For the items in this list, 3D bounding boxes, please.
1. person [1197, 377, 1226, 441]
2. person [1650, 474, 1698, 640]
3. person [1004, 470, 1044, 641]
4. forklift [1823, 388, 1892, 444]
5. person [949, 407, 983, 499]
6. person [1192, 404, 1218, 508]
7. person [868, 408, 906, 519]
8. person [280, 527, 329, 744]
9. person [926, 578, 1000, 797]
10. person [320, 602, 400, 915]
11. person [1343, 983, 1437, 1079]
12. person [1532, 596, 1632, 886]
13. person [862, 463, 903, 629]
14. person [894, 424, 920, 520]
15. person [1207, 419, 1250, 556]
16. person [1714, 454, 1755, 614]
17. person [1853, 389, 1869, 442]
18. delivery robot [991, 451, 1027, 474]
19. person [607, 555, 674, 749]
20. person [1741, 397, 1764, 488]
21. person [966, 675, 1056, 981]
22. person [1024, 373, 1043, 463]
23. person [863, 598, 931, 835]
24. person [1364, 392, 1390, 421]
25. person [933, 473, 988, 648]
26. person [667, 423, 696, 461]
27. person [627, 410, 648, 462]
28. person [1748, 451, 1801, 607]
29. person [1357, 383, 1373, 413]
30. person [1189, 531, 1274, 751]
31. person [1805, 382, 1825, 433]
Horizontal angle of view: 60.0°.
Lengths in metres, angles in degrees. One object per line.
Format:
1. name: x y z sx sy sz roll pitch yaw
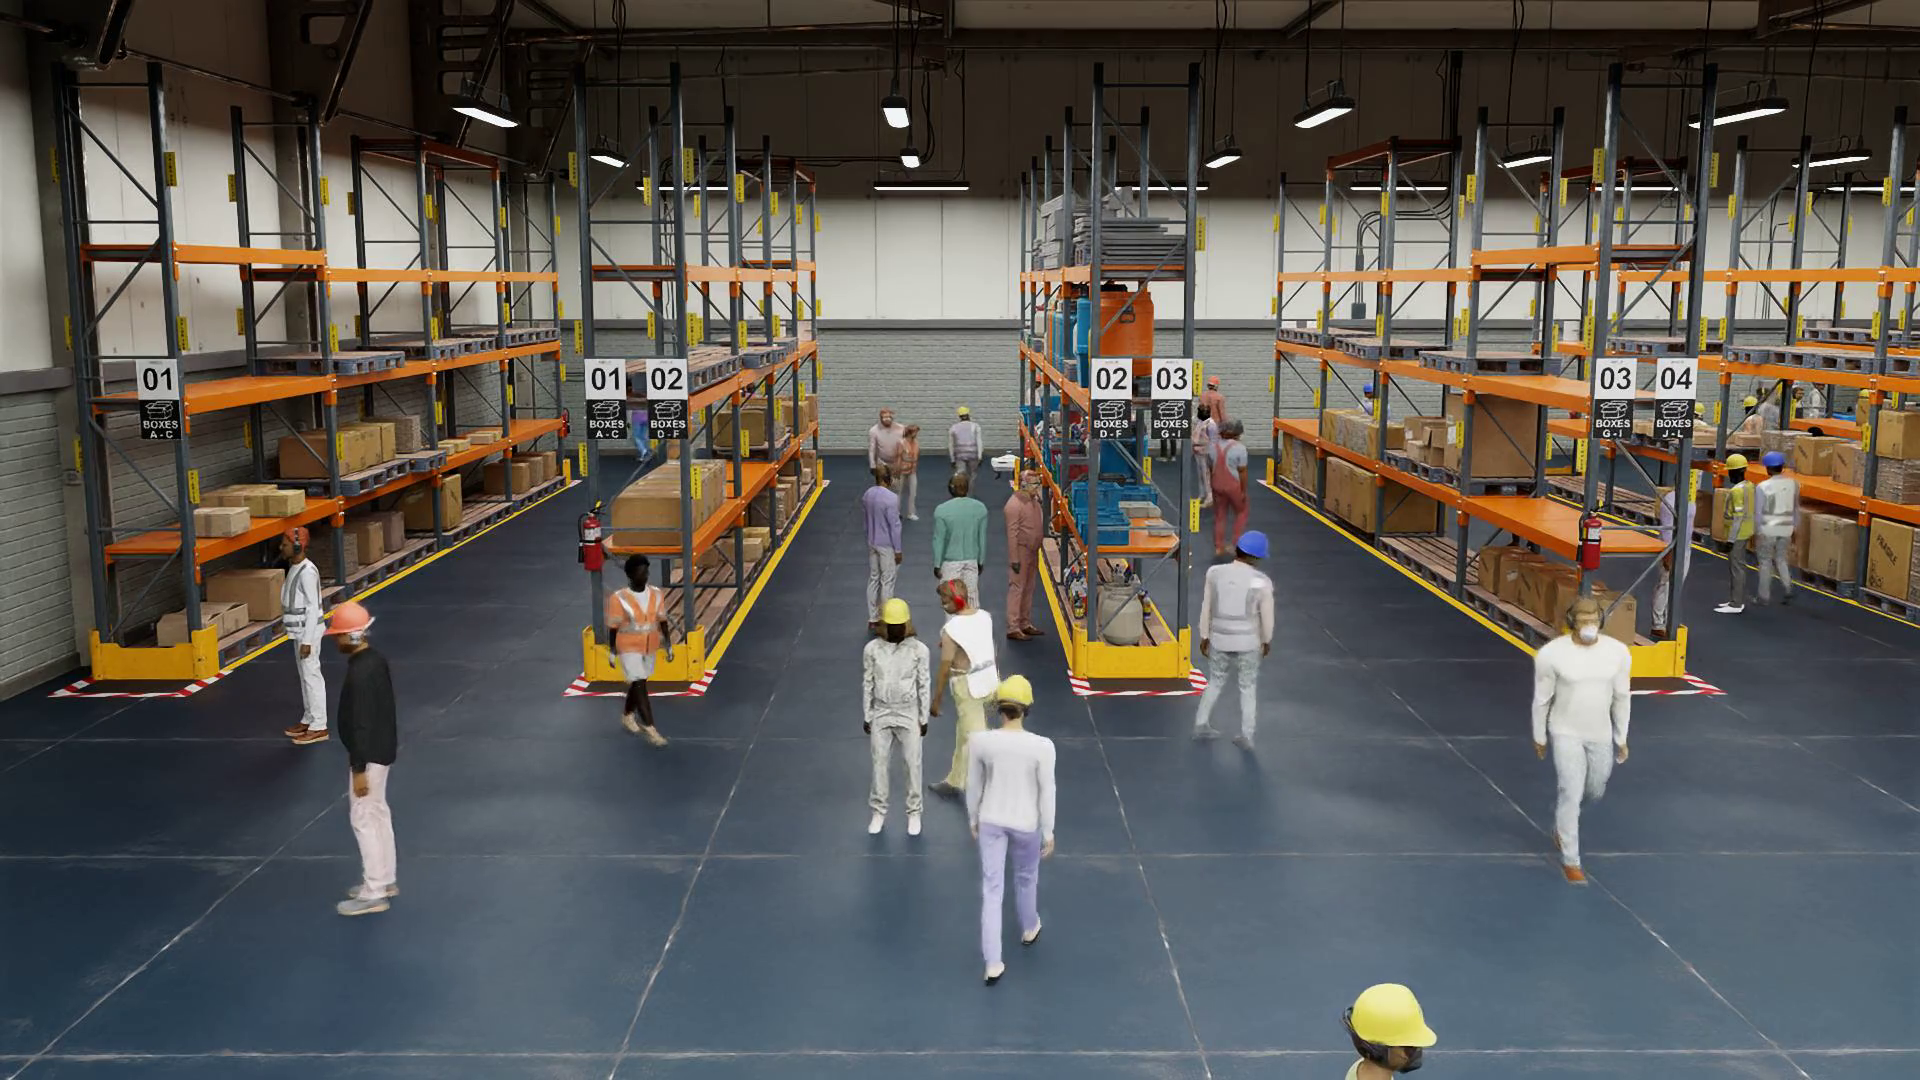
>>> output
1. person: 5.311 -2.446 35.084 0.637 1.990 0.389 5 10 30
2. person: 7.985 0.149 18.553 0.630 1.931 0.385 -8 12 -42
3. person: 0.736 0.166 18.551 0.400 1.900 0.649 5 10 27
4. forklift: 20.072 -3.110 36.462 1.873 2.768 1.129 0 9 0
5. person: 0.119 -1.462 29.472 0.620 1.752 0.957 1 9 7
6. person: 4.300 -1.484 29.330 0.429 1.841 0.633 -2 9 -11
7. person: -1.204 -1.281 27.948 0.666 1.863 0.896 -1 9 -7
8. person: -5.686 0.817 14.397 0.354 1.883 0.573 -5 10 -30
9. person: 0.062 1.164 12.496 0.840 1.782 0.584 5 10 29
10. person: -3.789 1.367 10.540 0.435 1.977 0.632 -2 9 -10
11. person: 1.350 2.276 5.384 0.311 1.768 0.533 2 9 12
12. person: 4.153 1.291 11.229 0.623 1.919 0.814 0 9 0
13. person: -0.863 0.084 18.933 0.372 1.940 0.632 -7 11 -38
14. person: -0.946 -1.149 27.922 0.567 1.602 0.732 -7 11 -40
15. person: 3.912 -0.765 24.065 0.711 2.000 0.559 8 12 43
16. person: 9.321 -0.071 19.995 0.381 1.917 0.584 6 11 35
17. person: 18.894 -2.292 34.846 0.325 1.740 0.492 8 12 42
18. delivery robot: 0.987 -1.544 33.539 0.707 0.478 0.477 1 9 6
19. person: -2.771 0.935 14.385 0.547 1.647 0.903 -8 12 -43
20. person: 14.180 -1.610 29.874 0.594 1.922 0.385 -8 12 -43
21. person: 0.299 1.629 9.688 0.538 1.712 0.899 2 9 12
22. person: 1.632 -2.678 36.575 0.423 1.983 0.615 3 9 19
23. person: -0.456 1.270 11.967 0.487 1.737 0.324 1 9 7
24. person: 8.348 -2.145 33.396 0.570 1.890 0.831 0 9 -1
25. person: -0.001 0.237 17.968 0.626 1.933 0.370 -4 10 -26
26. person: -4.829 -1.434 28.749 0.558 1.920 0.541 1 9 5
27. person: -7.026 -2.647 36.582 0.623 1.905 0.667 -6 11 -35
28. person: 9.906 -0.122 20.250 0.639 1.932 0.457 -2 9 -11
29. person: 8.206 -2.195 33.559 0.389 1.949 0.604 6 10 32
30. person: 2.306 0.852 14.143 0.714 1.900 0.438 5 10 27
31. person: 18.686 -2.629 36.359 0.391 1.947 0.606 3 9 21
